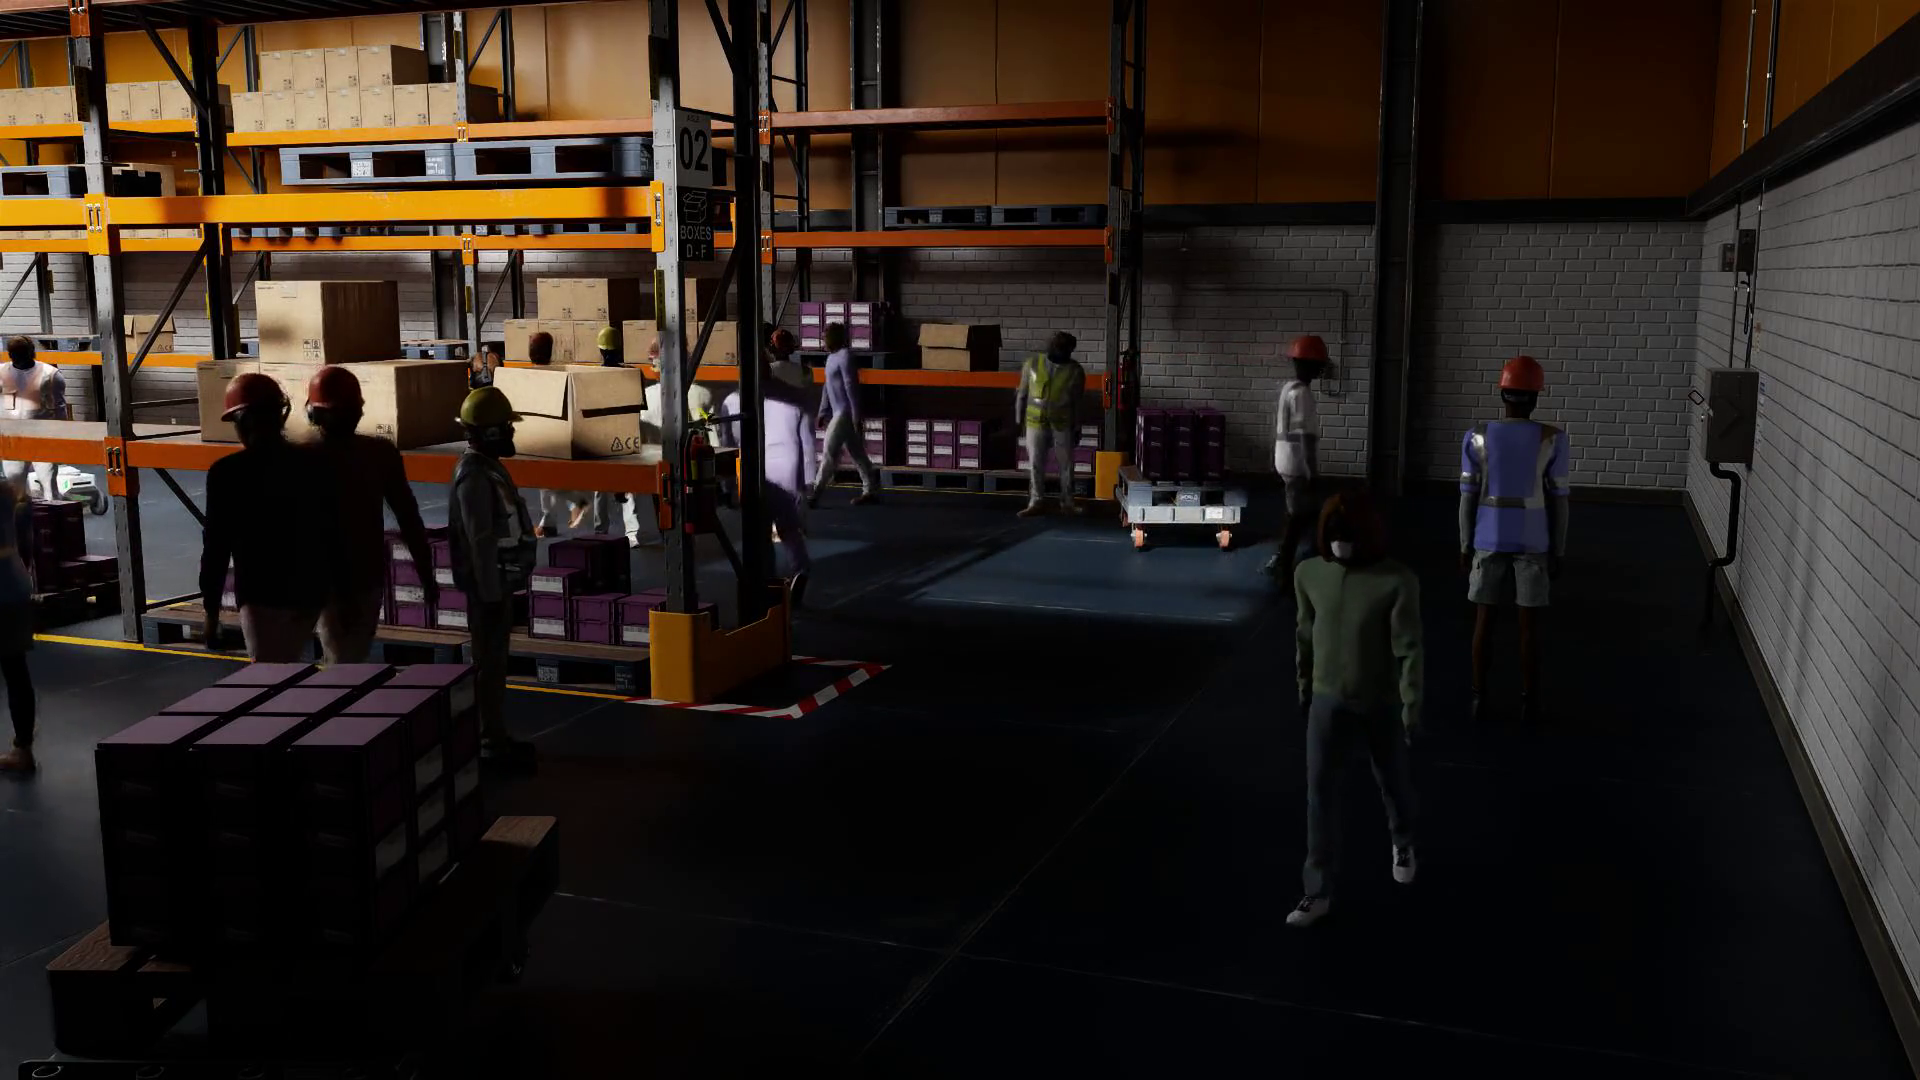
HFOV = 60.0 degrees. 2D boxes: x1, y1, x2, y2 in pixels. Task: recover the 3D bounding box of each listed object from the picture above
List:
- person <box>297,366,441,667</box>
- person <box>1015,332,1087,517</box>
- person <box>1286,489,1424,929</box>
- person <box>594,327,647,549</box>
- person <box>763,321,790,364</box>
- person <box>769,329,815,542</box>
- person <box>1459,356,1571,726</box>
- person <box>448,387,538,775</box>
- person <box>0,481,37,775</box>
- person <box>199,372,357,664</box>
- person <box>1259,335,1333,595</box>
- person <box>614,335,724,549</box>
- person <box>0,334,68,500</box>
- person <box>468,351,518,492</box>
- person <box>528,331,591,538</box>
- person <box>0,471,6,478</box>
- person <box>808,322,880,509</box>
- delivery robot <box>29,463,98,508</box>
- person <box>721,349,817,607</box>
[{"bbox_3d":[-2.789,0.174,7.675,1.037,1.935,0.622,9,12,43],"label":"person"},{"bbox_3d":[0.879,-1.106,16.161,0.697,1.810,0.431,1,9,7],"label":"person"},{"bbox_3d":[1.508,0.580,6.221,0.530,1.589,0.855,6,11,35],"label":"person"},{"bbox_3d":[-2.973,-0.865,14.291,0.581,1.919,0.393,-3,10,-20],"label":"person"},{"bbox_3d":[-2.034,-1.376,17.633,0.508,1.872,0.328,-4,10,-22],"label":"person"},{"bbox_3d":[-1.559,-0.920,14.734,0.574,1.883,0.355,-5,10,-29],"label":"person"},{"bbox_3d":[2.903,0.007,8.738,0.552,1.937,0.356,4,10,23],"label":"person"},{"bbox_3d":[-2.211,0.191,7.909,0.404,1.832,0.600,-2,9,-14],"label":"person"},{"bbox_3d":[-4.696,0.272,7.901,0.753,1.663,0.545,5,11,30],"label":"person"},{"bbox_3d":[-2.873,0.257,7.162,0.945,1.946,0.659,5,10,30],"label":"person"},{"bbox_3d":[2.511,-0.535,12.198,0.402,1.924,0.562,1,9,6],"label":"person"},{"bbox_3d":[-1.985,-0.409,11.274,0.794,1.962,0.646,9,13,44],"label":"person"},{"bbox_3d":[-8.266,-0.902,14.774,0.623,1.836,0.430,-3,10,-19],"label":"person"},{"bbox_3d":[-3.223,-0.385,11.529,0.429,1.837,0.621,-2,9,-10],"label":"person"},{"bbox_3d":[-3.633,-0.937,14.894,0.522,1.865,0.617,-4,10,-26],"label":"person"},{"bbox_3d":[-11.384,-1.594,19.243,0.992,1.789,0.590,1,9,7],"label":"person"},{"bbox_3d":[-1.263,-1.259,16.850,1.021,1.880,0.668,-3,9,-16],"label":"person"},{"bbox_3d":[-8.769,-0.550,16.253,0.707,0.478,0.477,5,11,33],"label":"delivery robot"},{"bbox_3d":[-1.326,-0.423,11.682,0.680,1.872,0.734,-4,10,-21],"label":"person"}]
